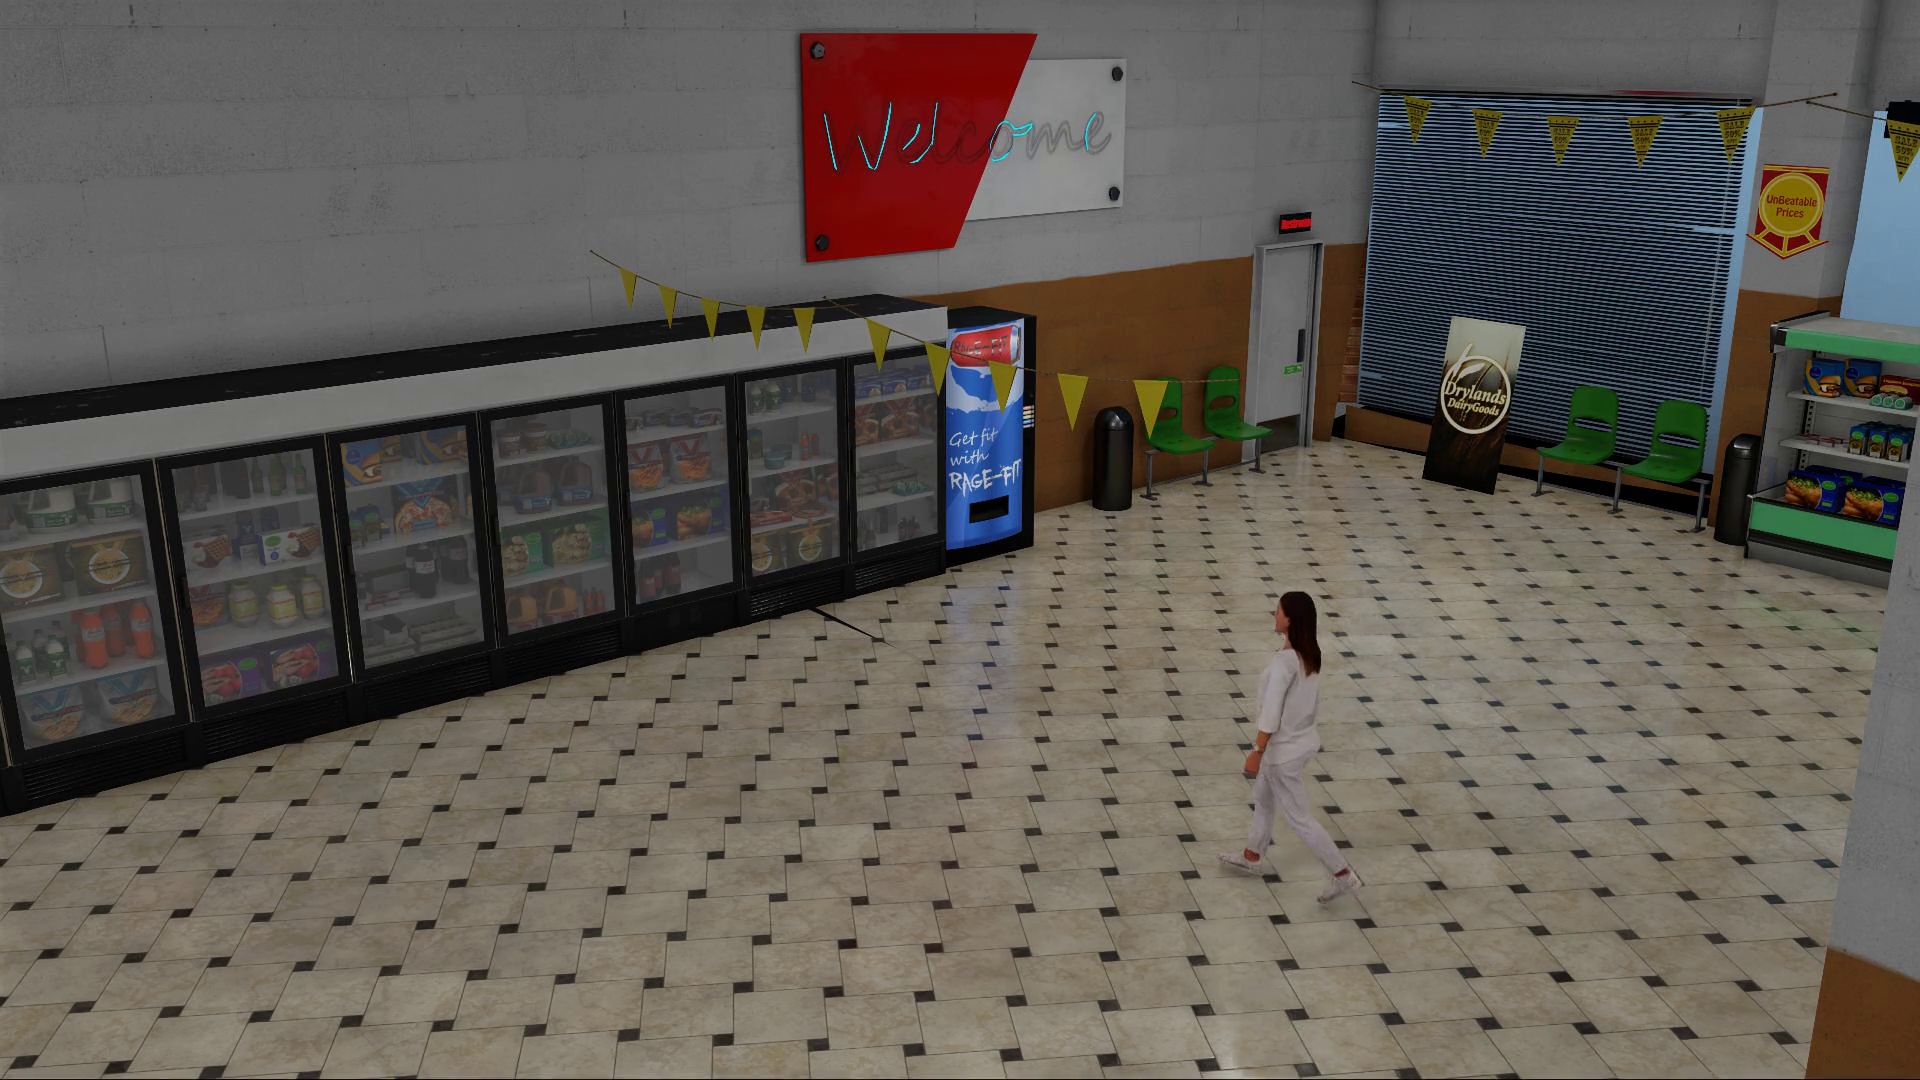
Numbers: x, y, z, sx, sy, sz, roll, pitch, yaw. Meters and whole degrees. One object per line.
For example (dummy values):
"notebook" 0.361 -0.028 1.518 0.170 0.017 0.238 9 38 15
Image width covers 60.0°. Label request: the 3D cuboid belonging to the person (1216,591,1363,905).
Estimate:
"person" 1.787 1.110 8.702 1.148 1.658 0.855 9 19 27
